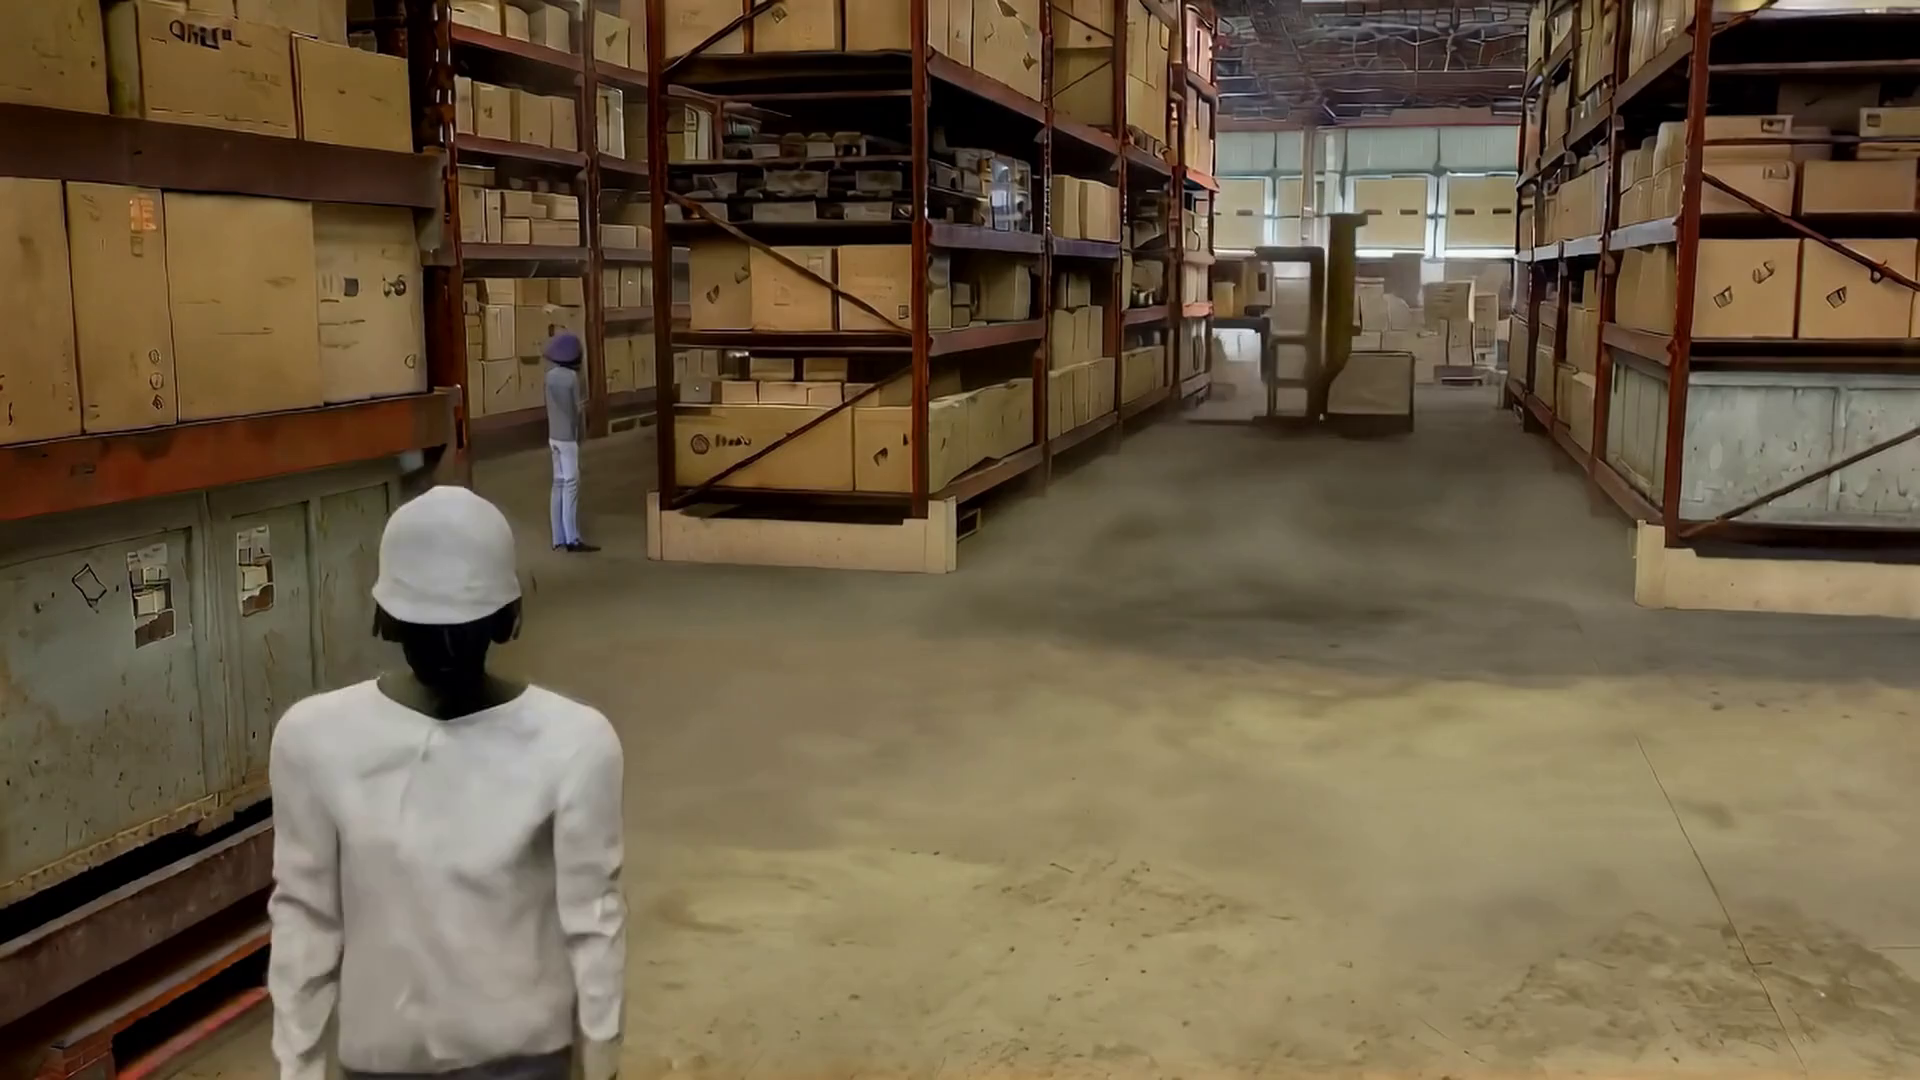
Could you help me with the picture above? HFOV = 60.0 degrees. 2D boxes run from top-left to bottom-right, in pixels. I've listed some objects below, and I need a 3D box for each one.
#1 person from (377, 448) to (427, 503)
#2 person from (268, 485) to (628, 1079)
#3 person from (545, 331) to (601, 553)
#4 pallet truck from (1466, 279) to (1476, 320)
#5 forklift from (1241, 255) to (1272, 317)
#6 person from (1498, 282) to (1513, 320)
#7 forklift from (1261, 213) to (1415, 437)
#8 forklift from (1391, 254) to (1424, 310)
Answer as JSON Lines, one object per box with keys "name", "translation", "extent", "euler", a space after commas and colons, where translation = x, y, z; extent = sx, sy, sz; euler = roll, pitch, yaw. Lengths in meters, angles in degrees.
{"name": "person", "translation": [-3.831, -0.737, 11.226], "extent": [0.940, 2.012, 0.617], "euler": [1, 9, 9]}
{"name": "person", "translation": [-0.765, 0.751, 2.612], "extent": [0.516, 1.734, 0.767], "euler": [0, 9, -2]}
{"name": "person", "translation": [-2.887, -0.718, 12.285], "extent": [0.286, 1.633, 0.499], "euler": [-7, 11, -38]}
{"name": "pallet truck", "translation": [18.896, -8.459, 60.307], "extent": [1.885, 1.965, 0.823], "euler": [5, 10, 31]}
{"name": "forklift", "translation": [10.551, -8.662, 58.805], "extent": [1.129, 2.768, 1.873], "euler": [2, 9, 15]}
{"name": "person", "translation": [16.857, -6.989, 51.273], "extent": [0.978, 1.889, 0.651], "euler": [6, 11, 34]}
{"name": "forklift", "translation": [4.890, -2.761, 21.315], "extent": [1.873, 2.768, 1.129], "euler": [2, 9, 15]}
{"name": "forklift", "translation": [14.740, -8.061, 54.986], "extent": [1.129, 2.768, 1.873], "euler": [-2, 9, -11]}
